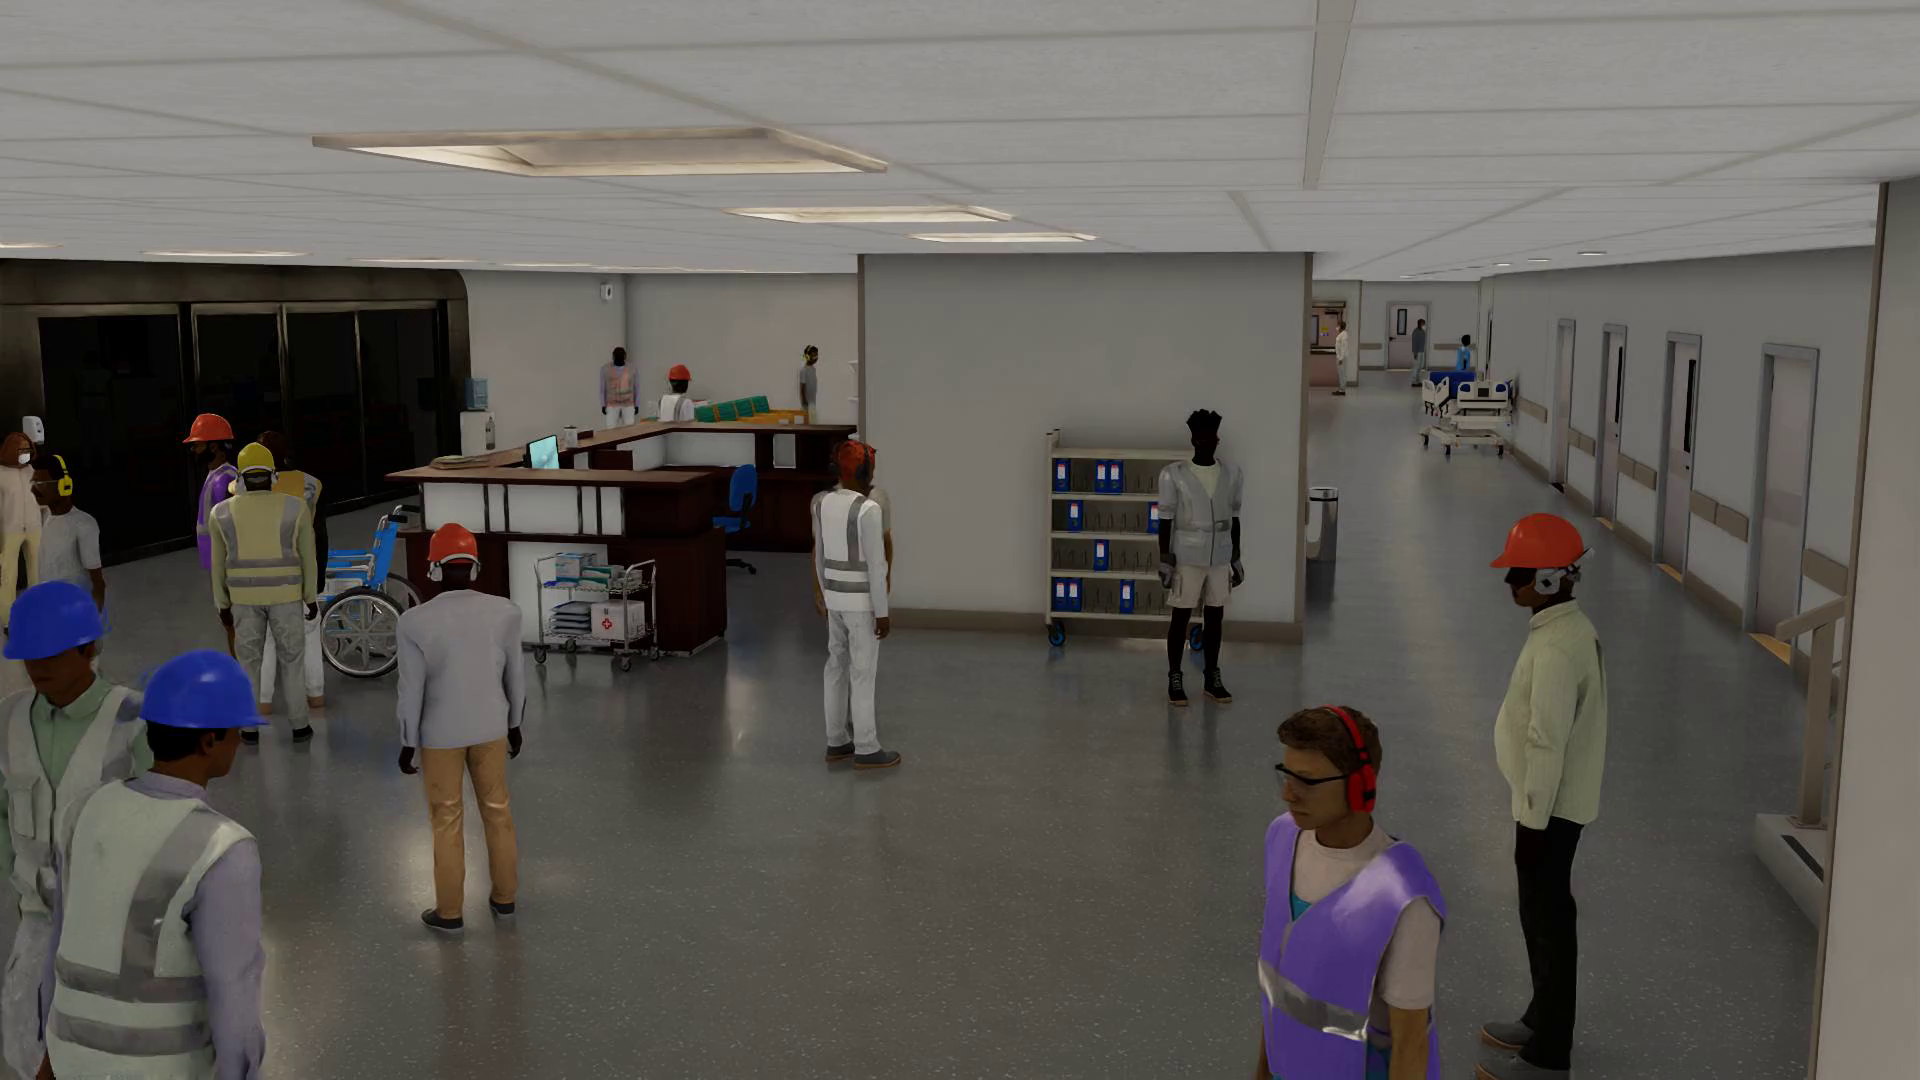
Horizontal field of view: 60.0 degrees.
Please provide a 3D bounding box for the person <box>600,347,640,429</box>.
[{"bbox_3d":[-5.415,-2.161,26.529,0.626,1.837,0.430,-2,9,-12],"label":"person"}]

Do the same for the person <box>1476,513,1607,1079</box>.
[{"bbox_3d":[1.998,0.895,5.738,0.406,1.986,0.607,4,9,23],"label":"person"}]

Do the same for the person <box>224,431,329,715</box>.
[{"bbox_3d":[-4.419,0.212,10.788,0.623,1.835,0.431,-6,10,-33],"label":"person"}]

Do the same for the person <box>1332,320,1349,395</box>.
[{"bbox_3d":[9.859,-4.705,43.041,0.372,1.940,0.632,1,9,6],"label":"person"}]

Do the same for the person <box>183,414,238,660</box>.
[{"bbox_3d":[-4.836,0.142,10.880,0.357,1.937,0.550,-4,10,-27],"label":"person"}]

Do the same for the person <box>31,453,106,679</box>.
[{"bbox_3d":[-4.804,0.463,8.971,0.519,1.874,0.331,6,11,35],"label":"person"}]

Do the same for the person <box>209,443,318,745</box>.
[{"bbox_3d":[-4.186,0.327,10.043,0.593,1.826,0.404,-2,9,-15],"label":"person"}]

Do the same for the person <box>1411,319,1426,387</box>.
[{"bbox_3d":[12.889,-5.251,46.721,0.389,1.927,0.640,7,11,38],"label":"person"}]

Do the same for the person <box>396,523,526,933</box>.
[{"bbox_3d":[-2.146,0.797,7.141,0.575,1.749,0.335,-7,11,-40],"label":"person"}]

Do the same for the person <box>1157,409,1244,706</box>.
[{"bbox_3d":[1.593,0.112,10.978,0.614,1.964,0.361,-3,9,-17],"label":"person"}]

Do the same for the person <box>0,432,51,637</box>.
[{"bbox_3d":[-7.407,-0.041,13.142,0.285,1.627,0.504,6,10,33],"label":"person"}]

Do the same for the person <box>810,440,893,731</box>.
[{"bbox_3d":[-0.685,0.265,10.564,0.519,1.787,1.001,-1,9,-5],"label":"person"}]

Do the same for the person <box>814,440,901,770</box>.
[{"bbox_3d":[-0.599,0.370,9.541,0.356,1.884,0.572,-7,11,-41],"label":"person"}]

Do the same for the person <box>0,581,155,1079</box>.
[{"bbox_3d":[-2.506,1.059,4.821,0.622,1.927,0.484,0,9,3],"label":"person"}]

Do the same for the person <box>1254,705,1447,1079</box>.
[{"bbox_3d":[0.868,1.265,3.773,0.376,1.836,0.566,-3,9,-21],"label":"person"}]

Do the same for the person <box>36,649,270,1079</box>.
[{"bbox_3d":[-1.842,1.209,3.971,0.635,1.890,0.857,6,10,33],"label":"person"}]
